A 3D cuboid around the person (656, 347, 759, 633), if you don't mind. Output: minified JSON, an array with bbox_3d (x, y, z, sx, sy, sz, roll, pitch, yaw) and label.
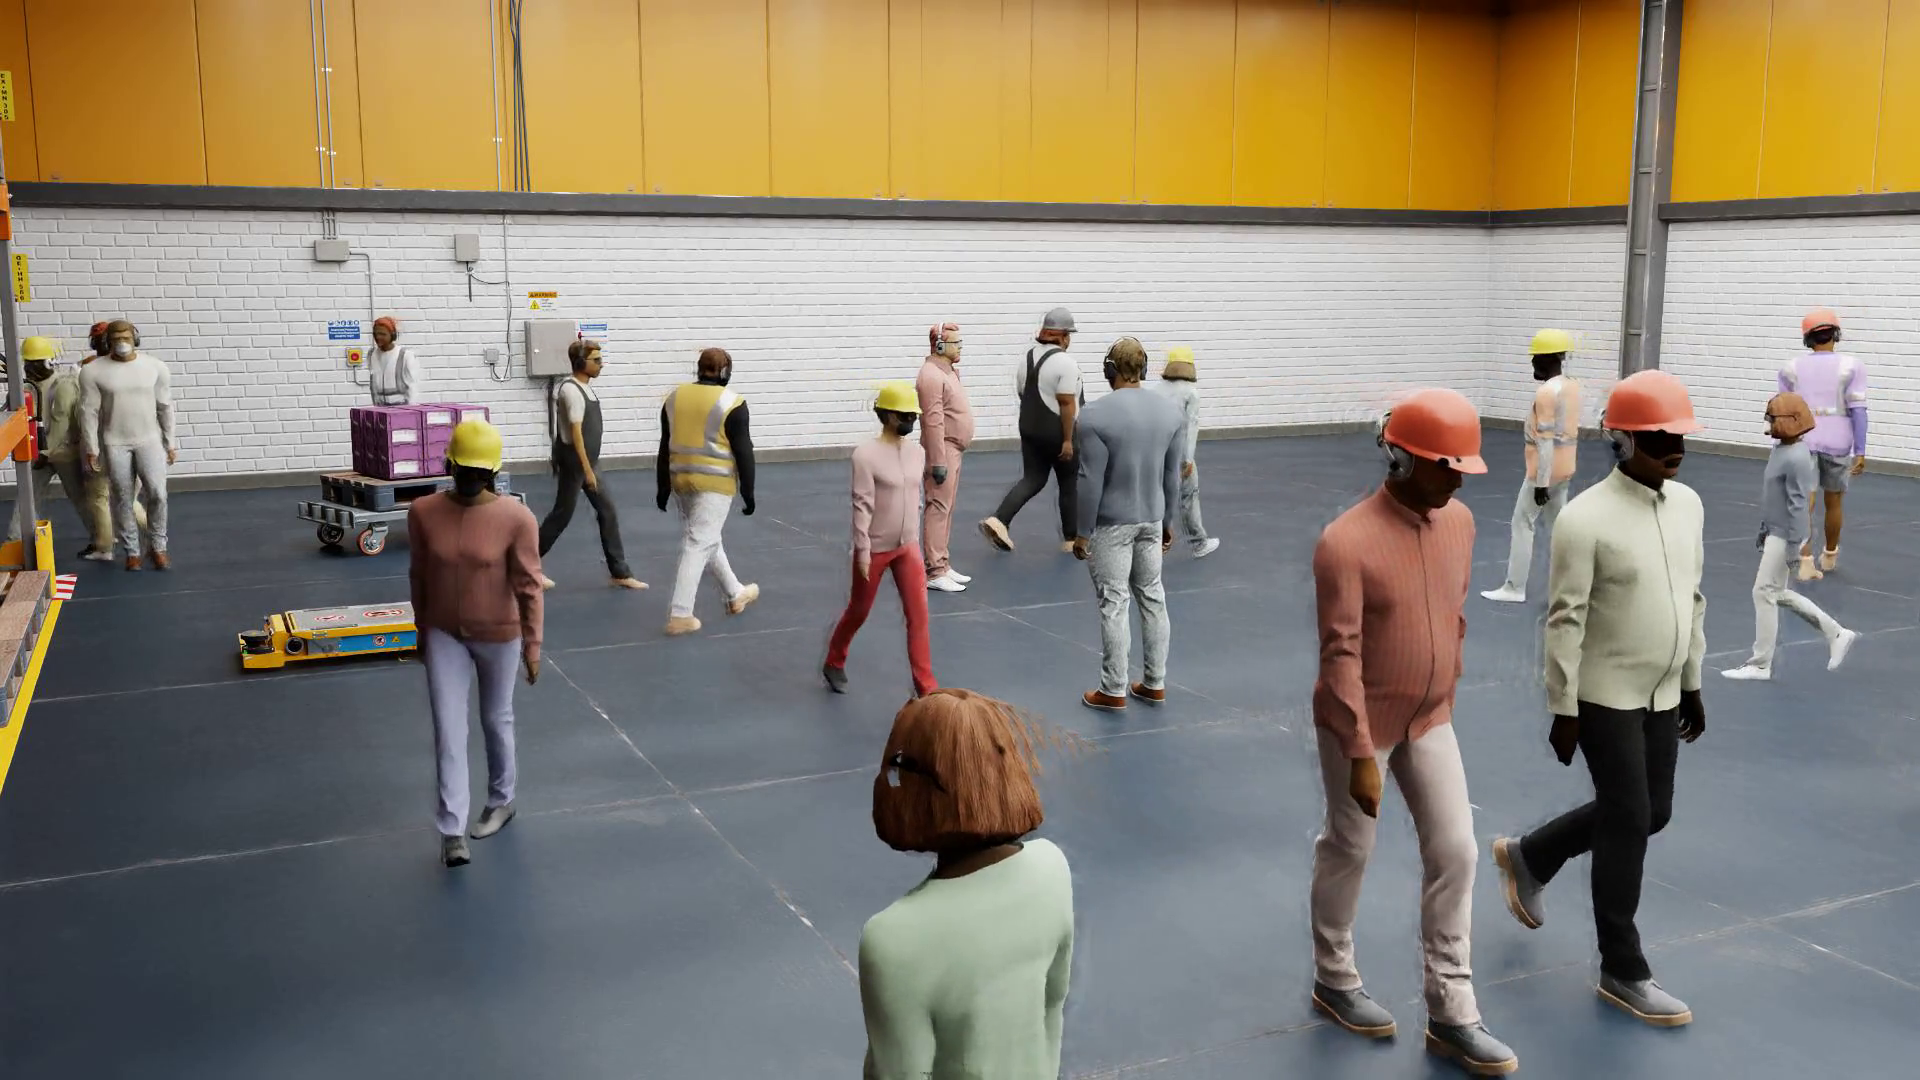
[{"bbox_3d":[-1.584,-0.329,10.632,0.648,1.780,0.996,6,11,32],"label":"person"}]

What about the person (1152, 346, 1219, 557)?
[{"bbox_3d":[1.683,-0.655,12.931,0.504,1.680,0.904,7,12,39],"label":"person"}]

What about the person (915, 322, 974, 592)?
[{"bbox_3d":[-0.101,-0.596,11.897,0.410,1.909,0.643,1,9,7],"label":"person"}]

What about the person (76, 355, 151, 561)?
[{"bbox_3d":[-6.605,-0.629,12.972,0.521,1.623,0.506,4,10,23],"label":"person"}]

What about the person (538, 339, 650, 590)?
[{"bbox_3d":[-2.730,-0.511,11.784,0.950,1.816,0.521,1,9,8],"label":"person"}]

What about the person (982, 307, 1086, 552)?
[{"bbox_3d":[0.638,-0.897,13.352,0.900,2.000,0.688,-7,11,-36],"label":"person"}]

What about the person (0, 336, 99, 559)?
[{"bbox_3d":[-7.058,-0.683,12.859,0.592,1.769,0.971,4,10,21],"label":"person"}]

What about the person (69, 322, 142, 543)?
[{"bbox_3d":[-7.063,-0.887,13.849,0.466,1.857,0.609,9,13,43],"label":"person"}]

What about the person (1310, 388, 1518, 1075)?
[{"bbox_3d":[1.285,0.544,4.689,0.627,1.944,0.849,-5,10,-29],"label":"person"}]

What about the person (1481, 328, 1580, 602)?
[{"bbox_3d":[4.028,-0.476,11.205,0.852,1.897,0.595,7,12,39],"label":"person"}]

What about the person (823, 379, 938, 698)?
[{"bbox_3d":[-0.400,0.011,8.701,0.537,1.722,0.918,-8,12,-42],"label":"person"}]

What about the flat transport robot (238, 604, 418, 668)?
[{"bbox_3d":[-3.517,0.539,9.916,1.431,0.197,0.652,-4,10,-25],"label":"flat transport robot"}]

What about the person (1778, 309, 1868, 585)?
[{"bbox_3d":[6.342,-0.698,12.262,0.637,1.987,0.923,7,11,36],"label":"person"}]

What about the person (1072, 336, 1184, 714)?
[{"bbox_3d":[0.857,-0.075,8.565,0.633,1.938,0.356,-5,11,-29],"label":"person"}]

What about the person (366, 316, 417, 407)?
[{"bbox_3d":[-5.435,-1.203,15.847,0.584,1.828,0.989,3,10,17],"label":"person"}]

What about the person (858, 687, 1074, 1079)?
[{"bbox_3d":[0.036,1.037,2.658,0.431,1.621,0.504,8,12,42],"label":"person"}]

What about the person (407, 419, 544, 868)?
[{"bbox_3d":[-1.858,0.387,6.370,0.542,1.707,0.859,0,9,0],"label":"person"}]

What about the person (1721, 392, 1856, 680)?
[{"bbox_3d":[4.614,-0.011,9.166,0.618,1.611,0.510,3,10,18],"label":"person"}]

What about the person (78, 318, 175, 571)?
[{"bbox_3d":[-6.231,-0.697,12.501,0.644,1.918,0.630,-5,11,-29],"label":"person"}]

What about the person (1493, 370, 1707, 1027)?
[{"bbox_3d":[2.015,0.446,5.212,0.616,1.975,0.753,-6,11,-32],"label":"person"}]
